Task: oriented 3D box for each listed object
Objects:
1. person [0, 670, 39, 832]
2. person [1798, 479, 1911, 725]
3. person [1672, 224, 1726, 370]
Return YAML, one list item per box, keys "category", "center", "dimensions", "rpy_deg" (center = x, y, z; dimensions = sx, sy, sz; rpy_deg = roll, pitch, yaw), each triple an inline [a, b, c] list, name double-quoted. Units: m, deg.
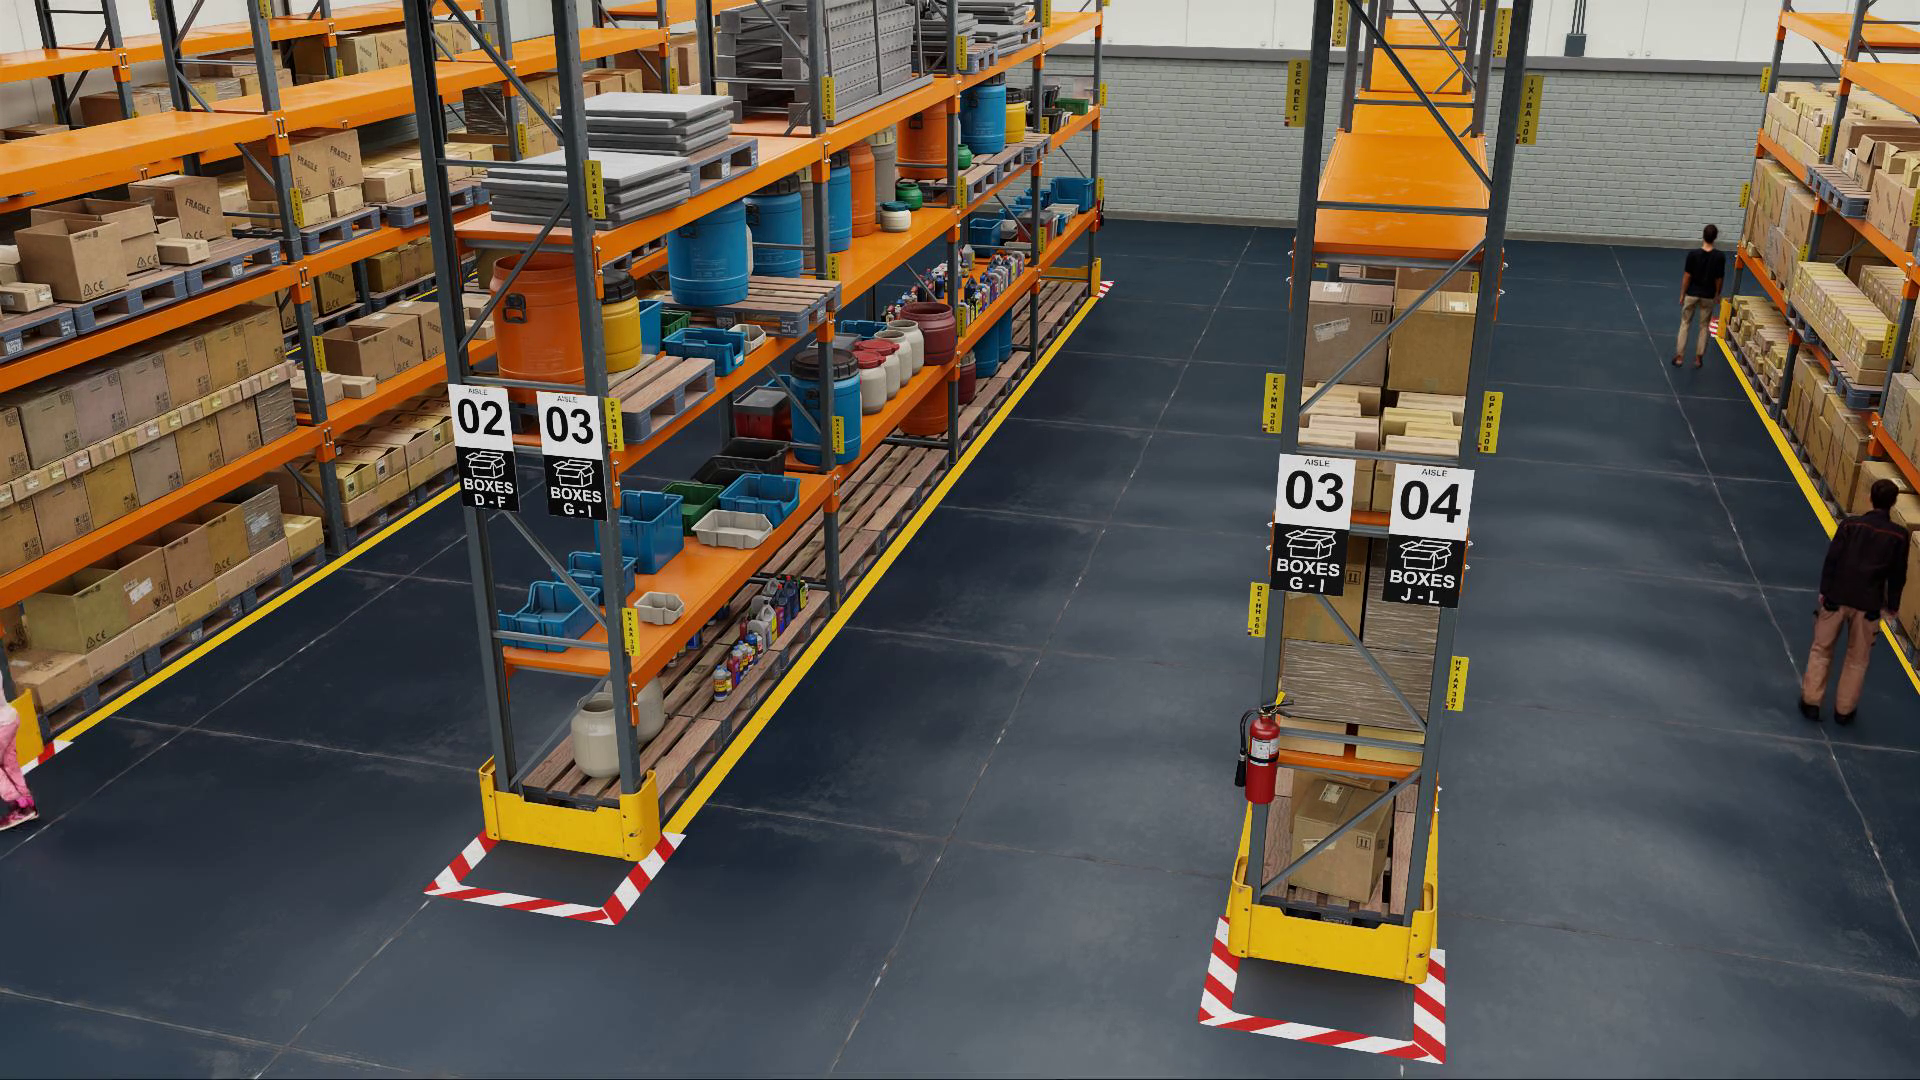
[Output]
- category: "person"
  center: [-6.419, 1.239, 11.214]
  dimensions: [0.753, 1.431, 0.649]
  rpy_deg: [-11, 25, -25]
- category: "person"
  center: [6.688, 0.473, 12.457]
  dimensions: [0.777, 1.908, 0.713]
  rpy_deg: [10, 24, 23]
- category: "person"
  center: [9.483, -3.109, 21.279]
  dimensions: [0.655, 1.860, 0.566]
  rpy_deg: [7, 23, 18]
